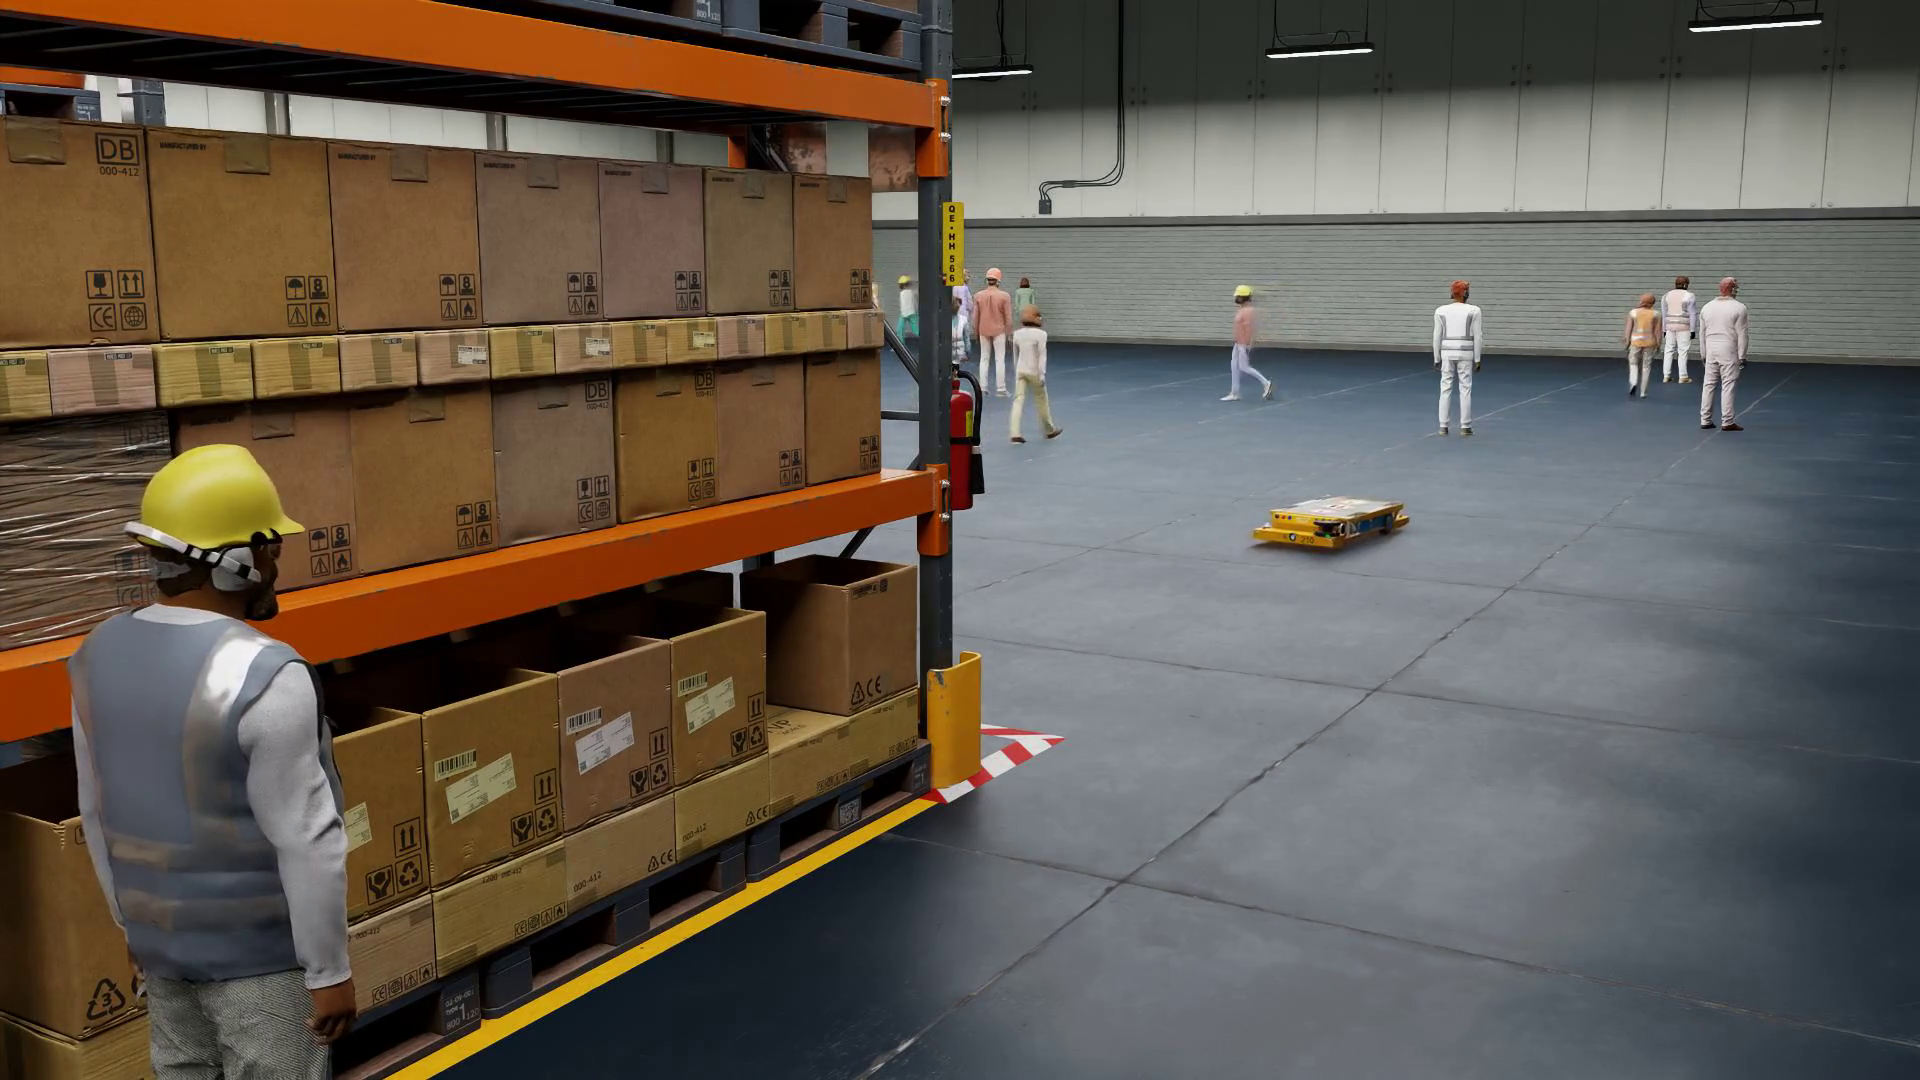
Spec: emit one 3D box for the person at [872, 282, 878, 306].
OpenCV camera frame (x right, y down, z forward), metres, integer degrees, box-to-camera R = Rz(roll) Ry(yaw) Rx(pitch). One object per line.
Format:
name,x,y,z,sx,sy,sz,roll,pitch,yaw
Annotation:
person,-2.142,-5.345,38.459,0.554,1.924,0.542,5,11,26

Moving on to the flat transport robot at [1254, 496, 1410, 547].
flat transport robot,2.913,-0.159,12.943,0.652,0.197,1.431,7,12,37

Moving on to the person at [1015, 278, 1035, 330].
person,1.629,-5.743,41.651,0.497,1.635,0.286,-1,10,-4

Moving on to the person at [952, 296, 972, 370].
person,-0.061,-2.567,23.083,0.551,1.609,0.656,-7,12,-34

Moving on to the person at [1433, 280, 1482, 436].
person,6.048,-2.209,20.223,0.573,1.886,0.353,5,11,28

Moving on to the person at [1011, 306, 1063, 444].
person,0.863,-1.924,19.383,0.523,1.584,0.856,8,12,38

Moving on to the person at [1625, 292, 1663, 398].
person,10.502,-2.988,25.538,0.538,1.625,0.373,5,11,26

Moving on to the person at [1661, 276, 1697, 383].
person,12.363,-3.614,28.582,0.429,1.844,0.627,-7,12,-37

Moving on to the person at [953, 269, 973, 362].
person,0.067,-4.629,34.359,0.406,1.902,0.639,-1,10,-9

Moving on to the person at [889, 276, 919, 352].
person,-1.153,-5.151,37.954,0.897,1.726,0.531,5,11,26

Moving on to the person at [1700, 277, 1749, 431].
person,9.578,-2.323,20.822,0.407,1.913,0.641,-6,11,-30

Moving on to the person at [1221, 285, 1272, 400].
person,4.326,-2.961,25.043,0.678,1.748,0.528,-1,10,-6

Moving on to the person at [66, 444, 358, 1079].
person,-1.371,0.731,3.165,0.603,1.830,0.404,5,11,27

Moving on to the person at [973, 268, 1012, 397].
person,0.518,-3.200,25.713,0.623,1.989,0.401,4,10,20
